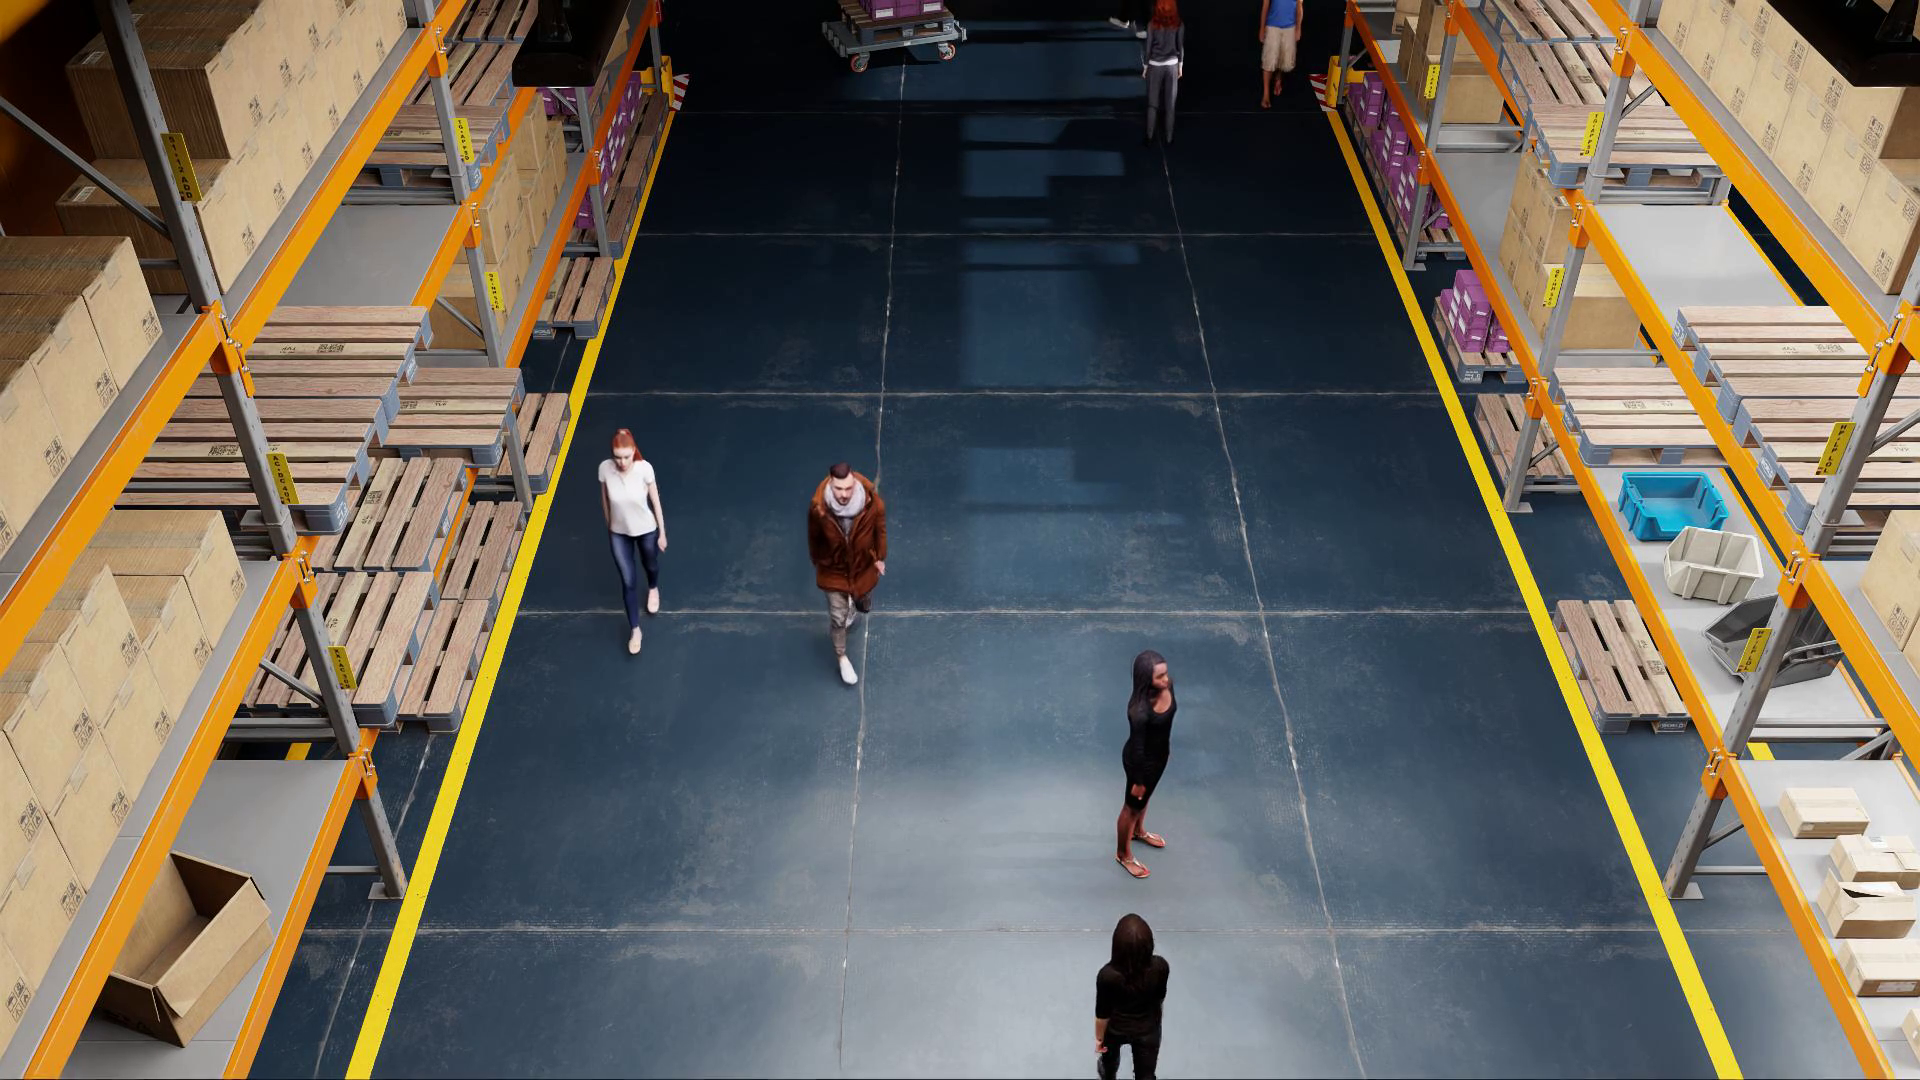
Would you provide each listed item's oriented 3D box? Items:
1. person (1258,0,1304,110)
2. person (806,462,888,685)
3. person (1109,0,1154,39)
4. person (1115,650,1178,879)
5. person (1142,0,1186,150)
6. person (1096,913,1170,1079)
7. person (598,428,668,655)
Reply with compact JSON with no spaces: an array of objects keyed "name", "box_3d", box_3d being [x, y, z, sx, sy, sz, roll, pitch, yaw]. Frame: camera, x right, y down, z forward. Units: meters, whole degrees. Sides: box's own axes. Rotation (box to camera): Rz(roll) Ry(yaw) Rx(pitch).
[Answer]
[{"name":"person","box_3d":[3.727,-5.998,19.389,0.686,1.844,0.798,5,39,7]},{"name":"person","box_3d":[-0.805,0.136,11.733,0.845,1.812,1.078,-5,39,-7]},{"name":"person","box_3d":[2.372,-7.157,20.984,0.947,1.664,0.984,15,41,18]},{"name":"person","box_3d":[1.152,1.355,10.280,0.745,1.721,0.614,19,42,22]},{"name":"person","box_3d":[2.245,-5.211,18.454,0.582,1.781,0.469,0,39,0]},{"name":"person","box_3d":[0.926,2.631,8.766,0.605,1.618,1.055,-3,39,-3]},{"name":"person","box_3d":[-2.348,-0.103,12.115,0.630,1.709,0.983,-2,39,-3]}]
